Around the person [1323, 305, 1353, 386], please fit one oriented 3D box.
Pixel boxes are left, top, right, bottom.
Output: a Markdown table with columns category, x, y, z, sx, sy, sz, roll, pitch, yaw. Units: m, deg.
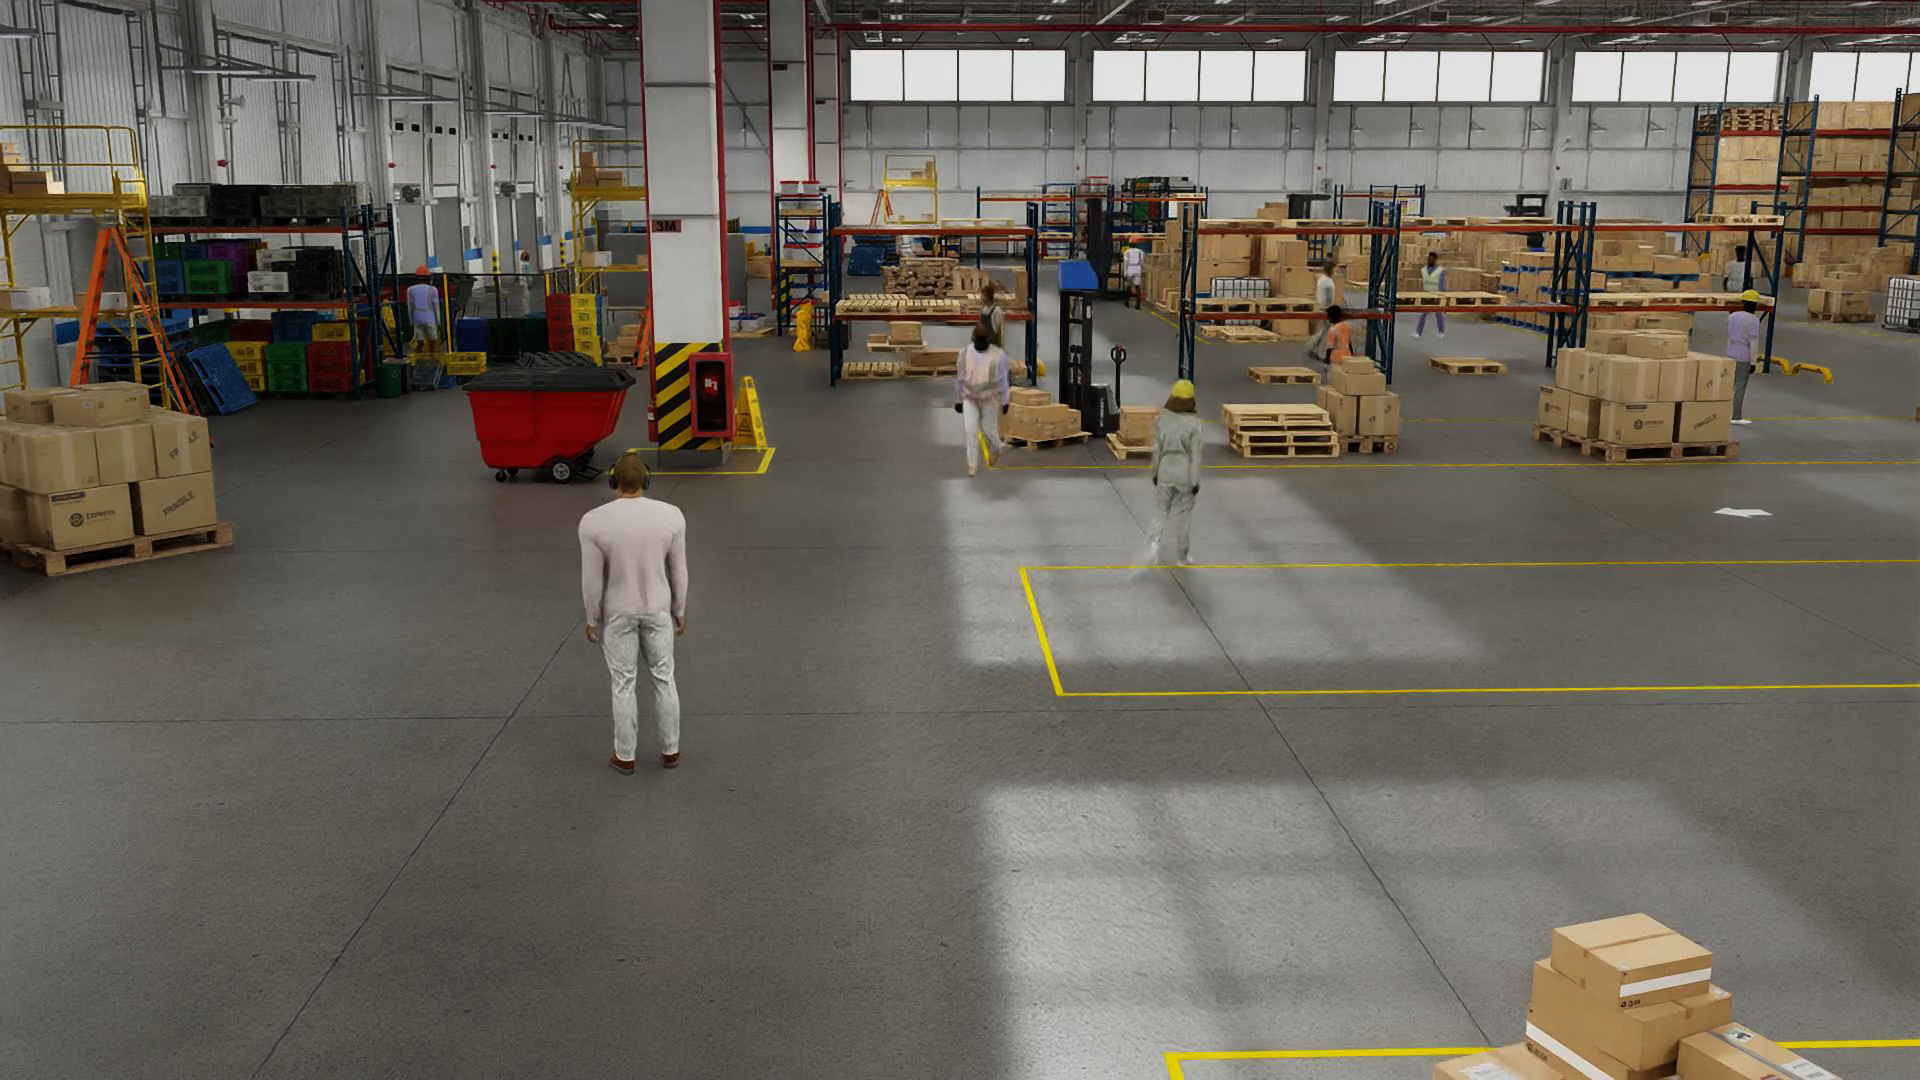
| category | x | y | z | sx | sy | sz | roll | pitch | yaw |
| --- | --- | --- | --- | --- | --- | --- | --- | --- | --- |
| person | 5.550 | -2.590 | 24.179 | 0.689 | 1.664 | 0.353 | -11 | 17 | -41 |

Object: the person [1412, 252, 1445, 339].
| category | x | y | z | sx | sy | sz | roll | pitch | yaw |
| --- | --- | --- | --- | --- | --- | --- | --- | --- | --- |
| person | 10.199 | -5.279 | 35.891 | 1.025 | 1.871 | 0.607 | -11 | 17 | -41 |

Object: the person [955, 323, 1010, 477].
| category | x | y | z | sx | sy | sz | roll | pitch | yaw |
| --- | --- | --- | --- | --- | --- | --- | --- | --- | --- |
| person | 0.281 | -1.673 | 19.701 | 0.671 | 1.819 | 0.590 | 4 | 13 | 16 |

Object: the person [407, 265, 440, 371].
| category | x | y | z | sx | sy | sz | roll | pitch | yaw |
| --- | --- | --- | --- | --- | --- | --- | --- | --- | --- |
| person | -9.413 | -3.851 | 29.263 | 0.548 | 1.934 | 0.376 | 0 | 12 | -1 |

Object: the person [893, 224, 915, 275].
| category | x | y | z | sx | sy | sz | roll | pitch | yaw |
| --- | --- | --- | --- | --- | --- | --- | --- | --- | --- |
| person | -1.896 | -9.696 | 55.907 | 0.648 | 1.818 | 0.961 | -11 | 17 | -41 |

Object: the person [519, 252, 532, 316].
| category | x | y | z | sx | sy | sz | roll | pitch | yaw |
| --- | --- | --- | --- | --- | --- | --- | --- | --- | --- |
| person | -10.628 | -6.229 | 40.690 | 0.314 | 1.634 | 0.515 | -7 | 14 | -30 |

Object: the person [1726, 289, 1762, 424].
| category | x | y | z | sx | sy | sz | roll | pitch | yaw |
| --- | --- | --- | --- | --- | --- | --- | --- | --- | --- |
| person | 11.138 | -2.604 | 23.681 | 0.399 | 1.919 | 0.581 | -4 | 13 | -17 |

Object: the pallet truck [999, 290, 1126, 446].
| category | x | y | z | sx | sy | sz | roll | pitch | yaw |
| --- | --- | --- | --- | --- | --- | --- | --- | --- | --- |
| pallet truck | 1.257 | -2.299 | 22.111 | 1.885 | 1.965 | 0.823 | -9 | 15 | -35 |

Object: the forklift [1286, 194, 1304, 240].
| category | x | y | z | sx | sy | sz | roll | pitch | yaw |
| --- | --- | --- | --- | --- | --- | --- | --- | --- | --- |
| forklift | 11.014 | -9.999 | 54.867 | 1.873 | 2.768 | 1.129 | 0 | 12 | -2 |

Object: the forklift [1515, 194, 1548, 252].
| category | x | y | z | sx | sy | sz | roll | pitch | yaw |
| --- | --- | --- | --- | --- | --- | --- | --- | --- | --- |
| forklift | 18.859 | -10.048 | 55.087 | 1.129 | 2.768 | 1.873 | 0 | 12 | -2 |

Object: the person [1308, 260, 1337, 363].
| category | x | y | z | sx | sy | sz | roll | pitch | yaw |
| --- | --- | --- | --- | --- | --- | --- | --- | --- | --- |
| person | 6.876 | -4.291 | 31.255 | 0.514 | 1.936 | 0.633 | 5 | 13 | 21 |

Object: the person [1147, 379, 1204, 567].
| category | x | y | z | sx | sy | sz | roll | pitch | yaw |
| --- | --- | --- | --- | --- | --- | --- | --- | --- | --- |
| person | 1.937 | -0.580 | 14.946 | 0.500 | 1.728 | 0.568 | 7 | 14 | 28 |

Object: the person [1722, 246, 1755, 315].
| category | x | y | z | sx | sy | sz | roll | pitch | yaw |
| --- | --- | --- | --- | --- | --- | --- | --- | --- | --- |
| person | 17.401 | -5.612 | 37.241 | 0.619 | 1.915 | 0.984 | 7 | 14 | 29 |

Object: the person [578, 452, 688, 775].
| category | x | y | z | sx | sy | sz | roll | pitch | yaw |
| --- | --- | --- | --- | --- | --- | --- | --- | --- | --- |
| person | -1.928 | 0.439 | 9.883 | 0.629 | 1.940 | 0.376 | -4 | 13 | -19 |

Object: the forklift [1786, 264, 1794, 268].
| category | x | y | z | sx | sy | sz | roll | pitch | yaw |
| --- | --- | --- | --- | --- | --- | --- | --- | --- | --- |
| forklift | 31.335 | -11.250 | 60.514 | 1.873 | 2.768 | 1.129 | 0 | 12 | -2 |

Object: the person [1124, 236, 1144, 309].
| category | x | y | z | sx | sy | sz | roll | pitch | yaw |
| --- | --- | --- | --- | --- | --- | --- | --- | --- | --- |
| person | 4.549 | -6.999 | 43.580 | 0.538 | 1.902 | 0.987 | -1 | 13 | -4 |

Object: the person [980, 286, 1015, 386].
| category | x | y | z | sx | sy | sz | roll | pitch | yaw |
| --- | --- | --- | --- | --- | --- | --- | --- | --- | --- |
| person | 0.546 | -3.070 | 26.032 | 0.767 | 1.823 | 0.528 | -8 | 15 | -31 |

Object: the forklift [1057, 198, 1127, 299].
| category | x | y | z | sx | sy | sz | roll | pitch | yaw |
| --- | --- | --- | --- | --- | --- | --- | --- | --- | --- |
| forklift | 3.726 | -8.210 | 46.788 | 1.873 | 2.768 | 1.129 | 0 | 12 | -2 |
